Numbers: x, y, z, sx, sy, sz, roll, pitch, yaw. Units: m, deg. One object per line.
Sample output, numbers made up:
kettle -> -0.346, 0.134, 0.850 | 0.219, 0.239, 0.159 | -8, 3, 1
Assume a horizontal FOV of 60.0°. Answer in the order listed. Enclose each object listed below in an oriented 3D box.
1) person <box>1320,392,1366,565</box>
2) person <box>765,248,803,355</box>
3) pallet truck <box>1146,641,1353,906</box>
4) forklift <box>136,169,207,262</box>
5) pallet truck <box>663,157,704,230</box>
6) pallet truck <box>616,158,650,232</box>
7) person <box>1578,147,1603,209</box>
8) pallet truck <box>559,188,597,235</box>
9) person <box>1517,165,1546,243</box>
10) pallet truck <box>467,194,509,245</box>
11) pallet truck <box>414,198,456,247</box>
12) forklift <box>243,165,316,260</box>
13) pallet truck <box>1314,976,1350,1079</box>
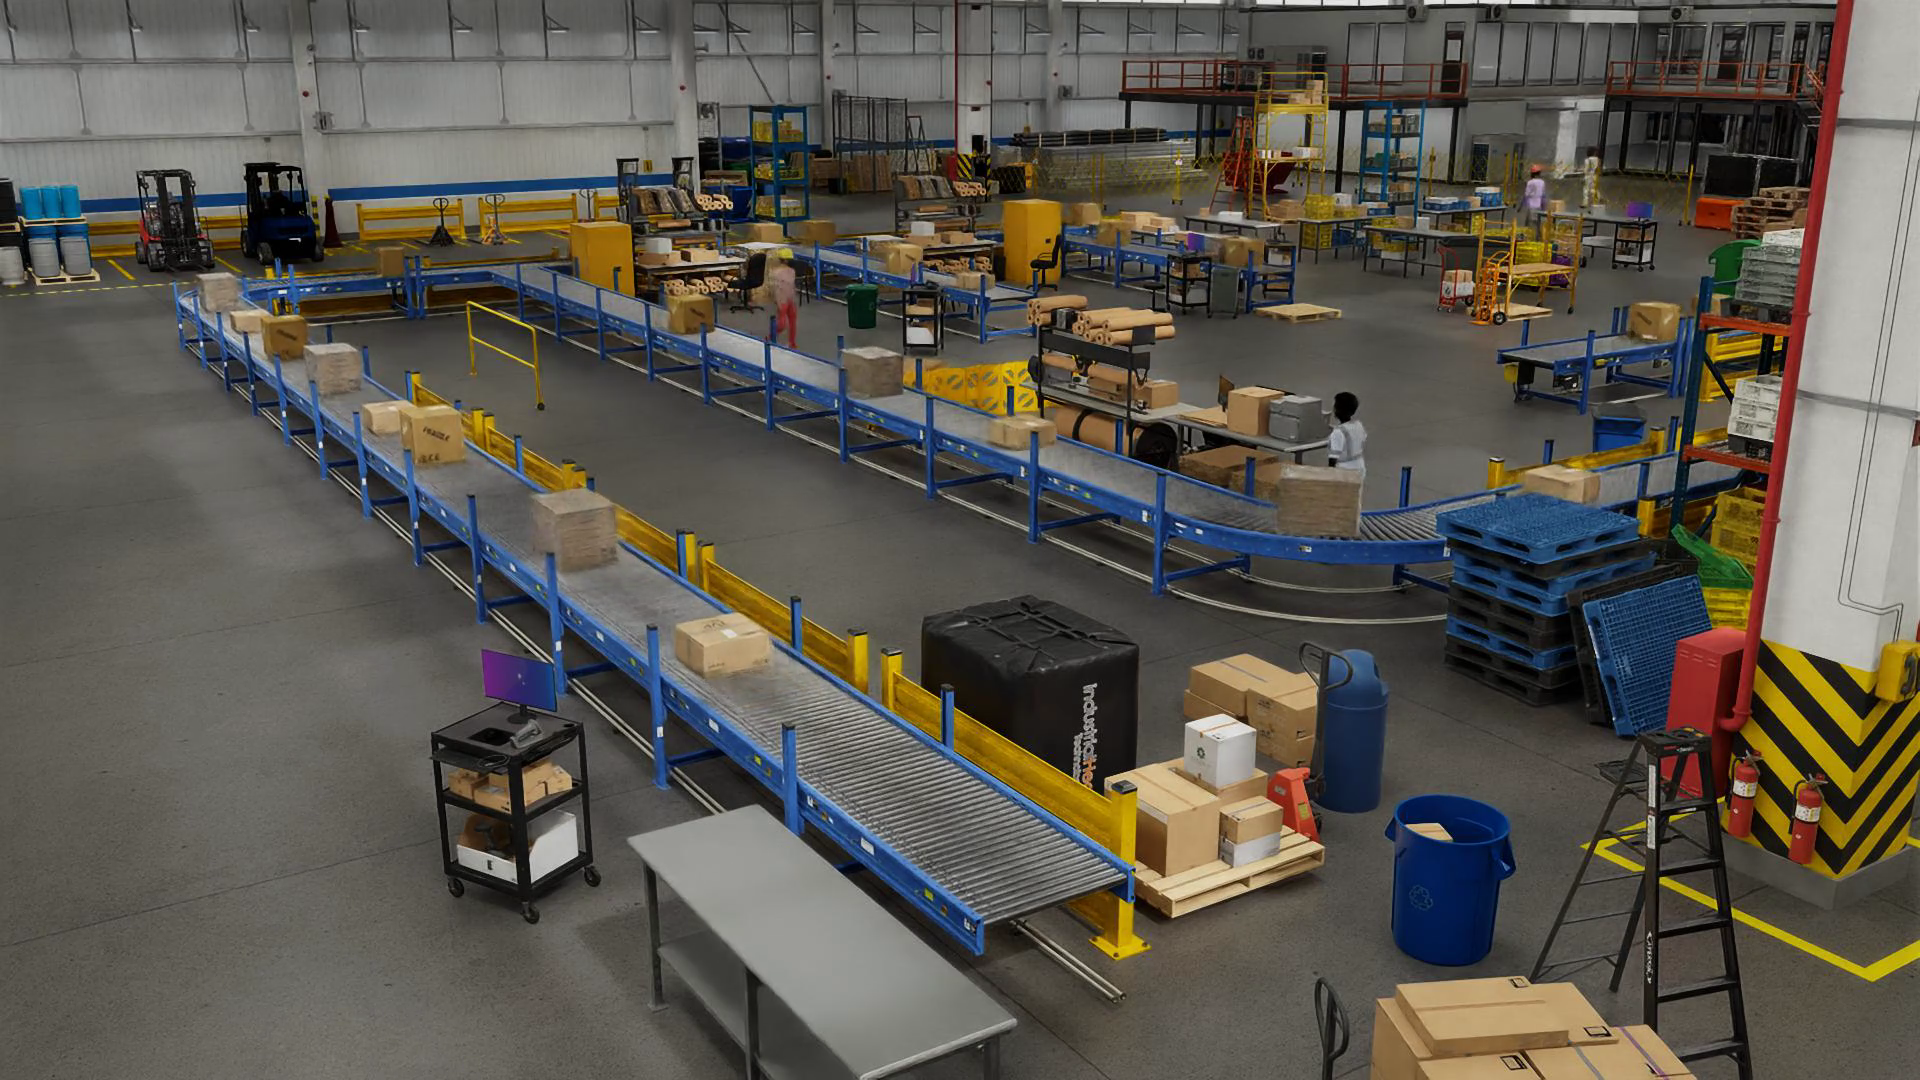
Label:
person -> 3.765, -0.590, 16.202 | 0.365, 1.696, 0.664 | 12, 21, 35
person -> -2.855, -3.865, 26.988 | 0.563, 1.751, 0.537 | 11, 20, 33
pallet truck -> 1.664, 1.407, 10.232 | 1.630, 1.274, 0.653 | -10, 20, -31
forklift -> -17.842, -7.318, 37.559 | 1.157, 1.987, 2.680 | -10, 20, -31
pallet truck -> -7.586, -9.308, 44.692 | 0.823, 1.965, 1.885 | -11, 20, -33
pallet truck -> -8.918, -9.176, 44.255 | 0.823, 1.965, 1.885 | -9, 19, -27
person -> 19.196, -10.974, 50.487 | 0.598, 1.862, 0.669 | -10, 19, -30
pallet truck -> -10.010, -8.652, 43.699 | 0.653, 1.274, 1.630 | -10, 20, -31
person -> 14.294, -8.334, 41.487 | 0.615, 1.992, 1.069 | -13, 21, -37
pallet truck -> -11.983, -8.177, 42.137 | 0.704, 1.261, 1.522 | -11, 20, -33
pallet truck -> -13.250, -8.060, 41.856 | 0.680, 1.201, 1.601 | -10, 20, -31
forklift -> -15.898, -7.669, 38.708 | 1.157, 1.987, 2.680 | -11, 20, -33
pallet truck -> 2.299, 2.390, 7.086 | 1.601, 1.201, 0.680 | -2, 17, -7
